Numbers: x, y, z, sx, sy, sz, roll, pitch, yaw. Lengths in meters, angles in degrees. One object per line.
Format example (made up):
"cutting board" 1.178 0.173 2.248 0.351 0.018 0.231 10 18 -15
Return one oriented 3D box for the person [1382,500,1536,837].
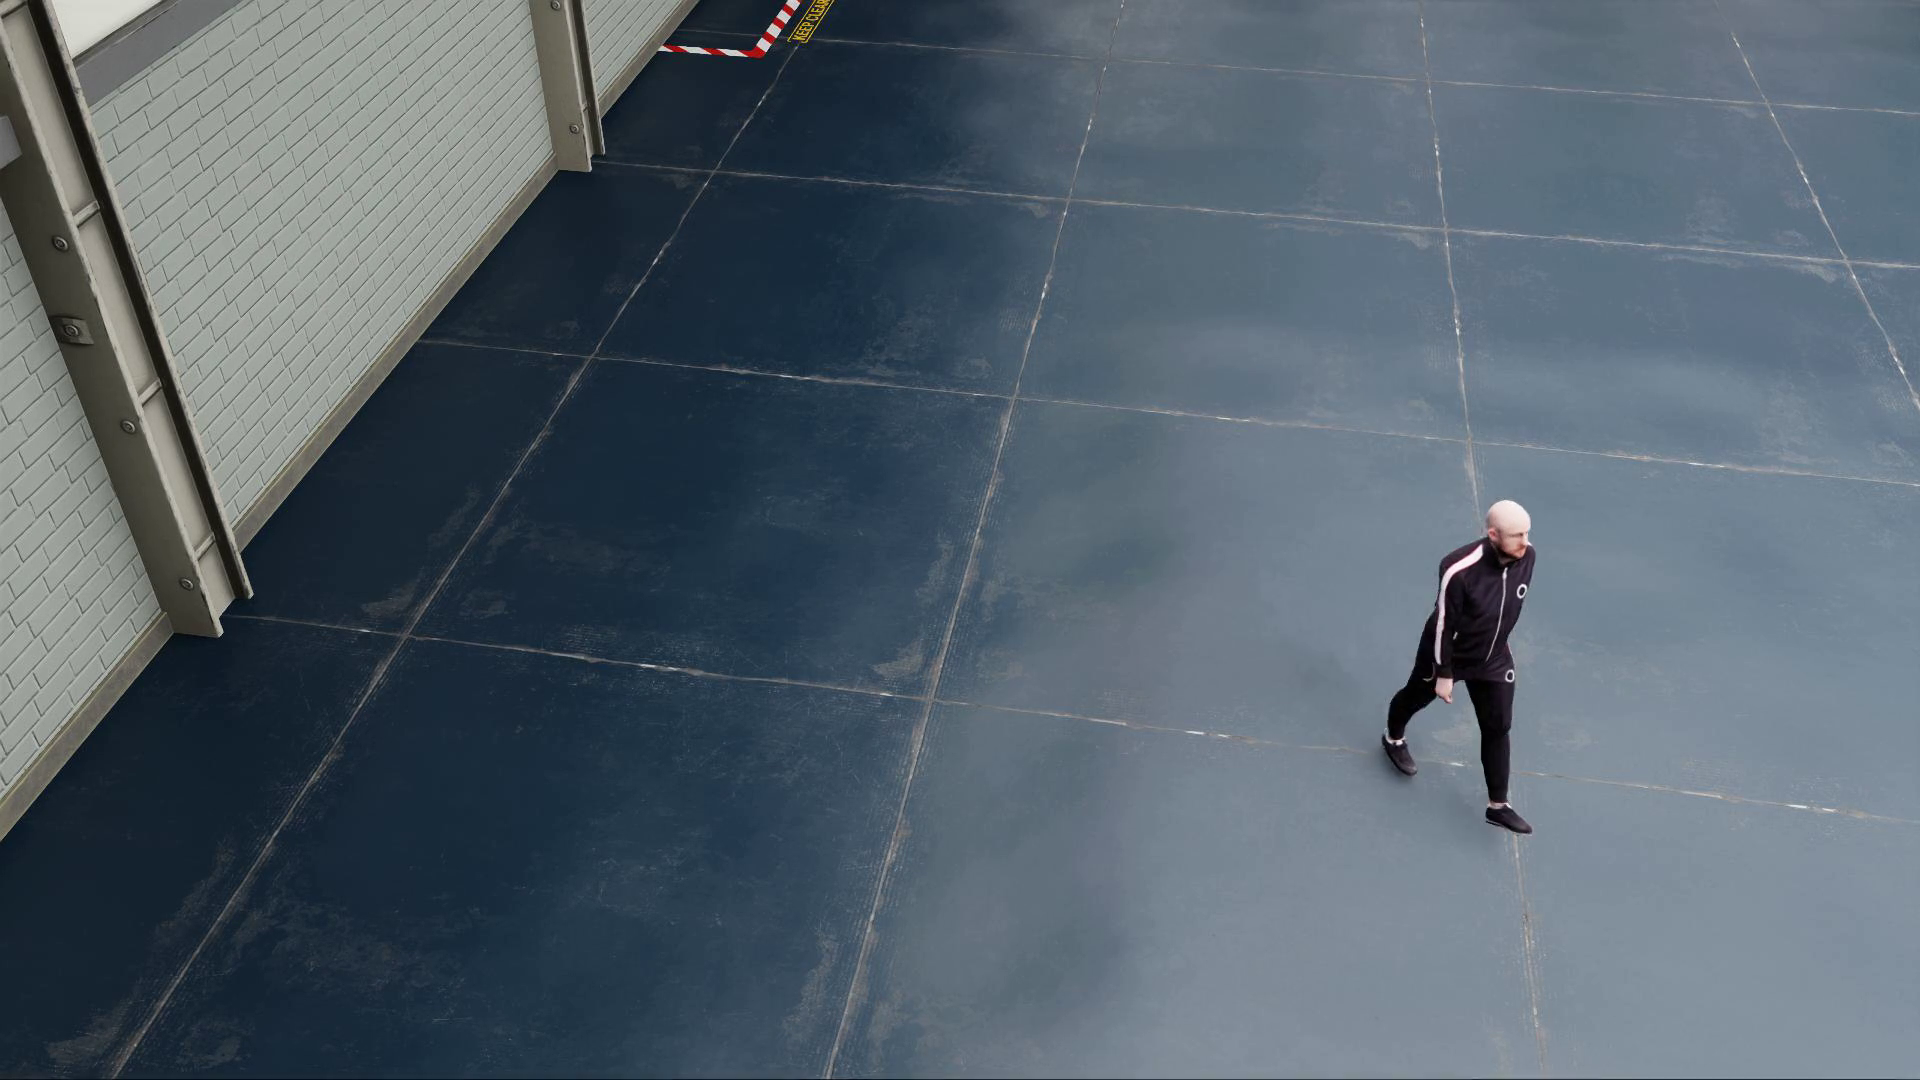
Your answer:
"person" 2.319 0.496 7.924 1.061 1.790 1.264 -13 40 -16
